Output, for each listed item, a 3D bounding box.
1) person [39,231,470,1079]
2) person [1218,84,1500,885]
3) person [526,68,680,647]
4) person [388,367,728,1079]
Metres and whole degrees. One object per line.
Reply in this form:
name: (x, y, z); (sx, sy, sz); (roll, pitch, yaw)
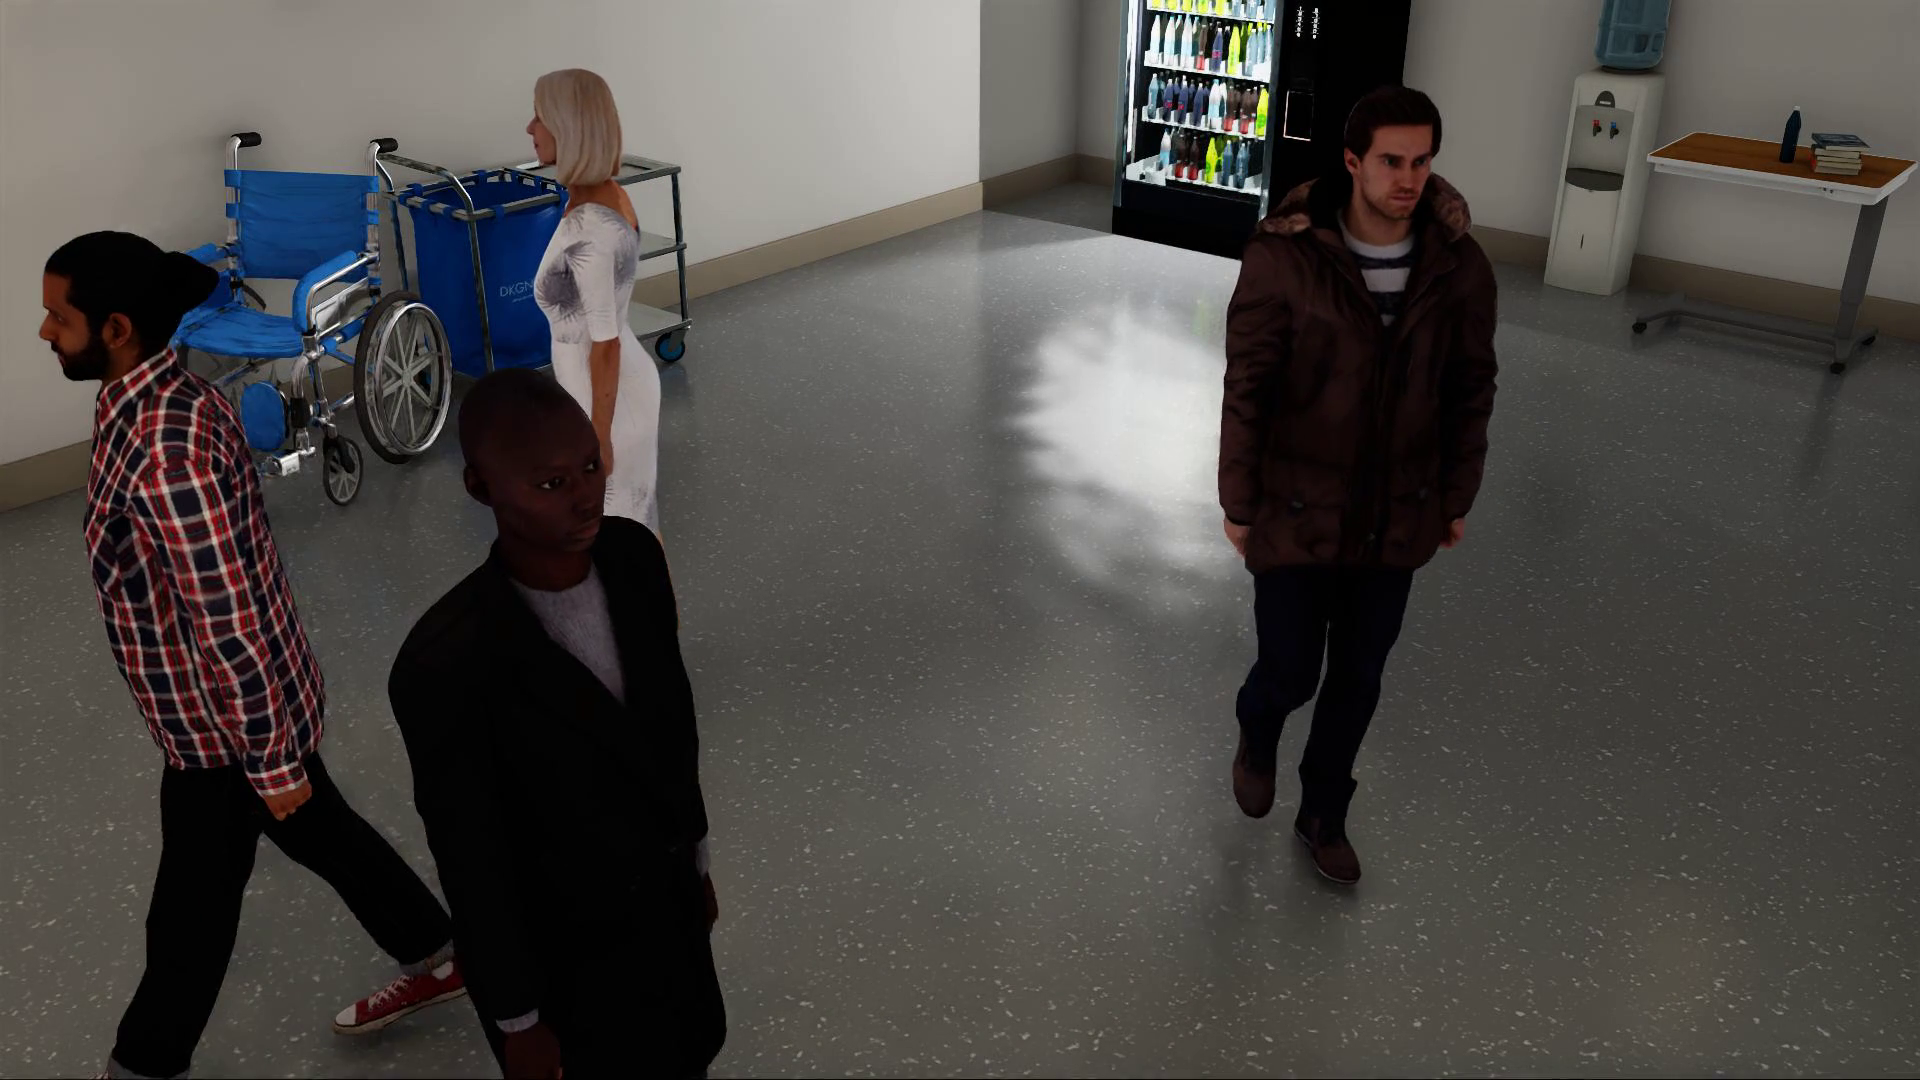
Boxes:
person: (-1.270, 0.294, 3.061); (1.097, 1.726, 1.195); (-11, 28, -22)
person: (0.836, -0.113, 3.775); (0.917, 1.838, 0.969); (-3, 26, -7)
person: (-0.912, -0.347, 4.363); (0.698, 1.749, 0.631); (-3, 26, -6)
person: (-0.587, 0.560, 2.473); (0.609, 1.757, 0.672); (15, 29, 28)
